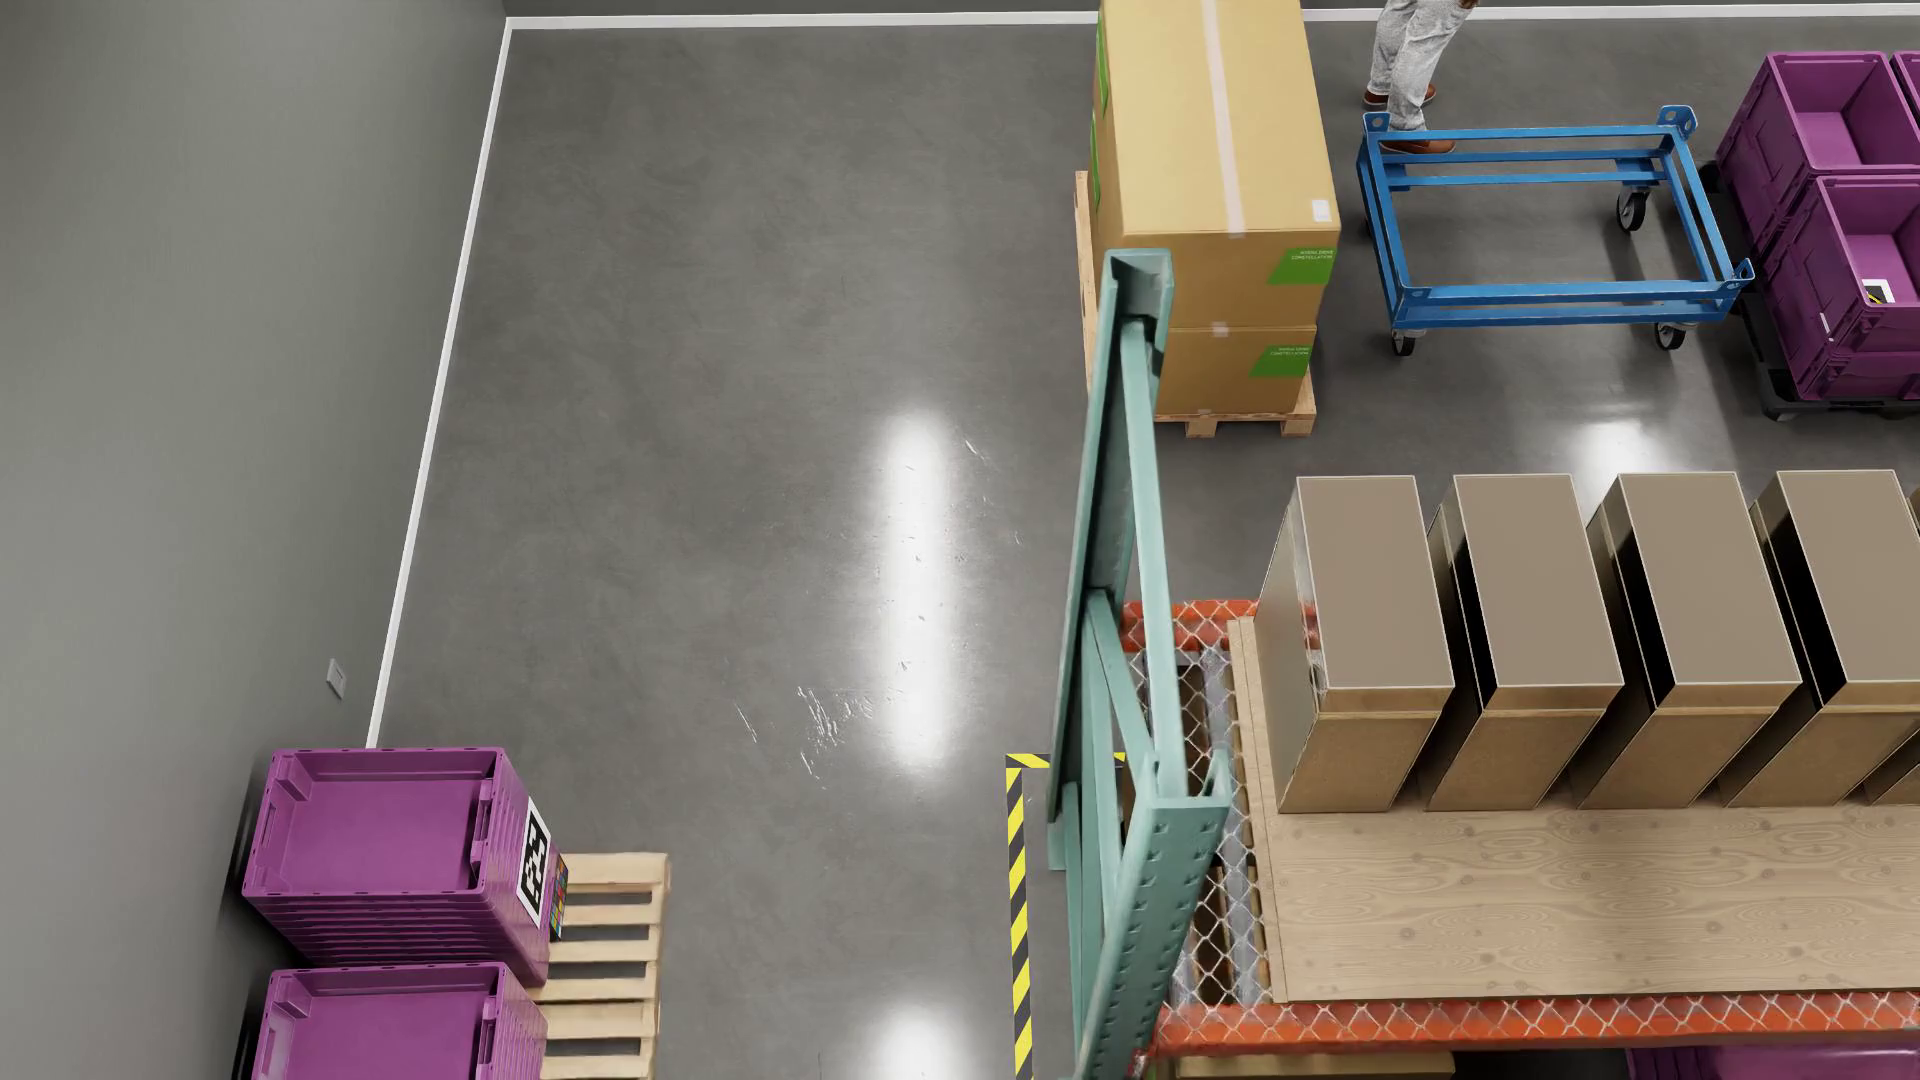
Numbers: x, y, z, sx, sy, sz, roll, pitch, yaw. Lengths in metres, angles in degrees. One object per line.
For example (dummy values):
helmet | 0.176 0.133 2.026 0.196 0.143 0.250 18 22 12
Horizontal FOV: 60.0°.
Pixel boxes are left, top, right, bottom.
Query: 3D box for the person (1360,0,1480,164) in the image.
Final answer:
person | 1.821 -2.244 6.079 0.372 1.940 0.627 -2 58 -2
